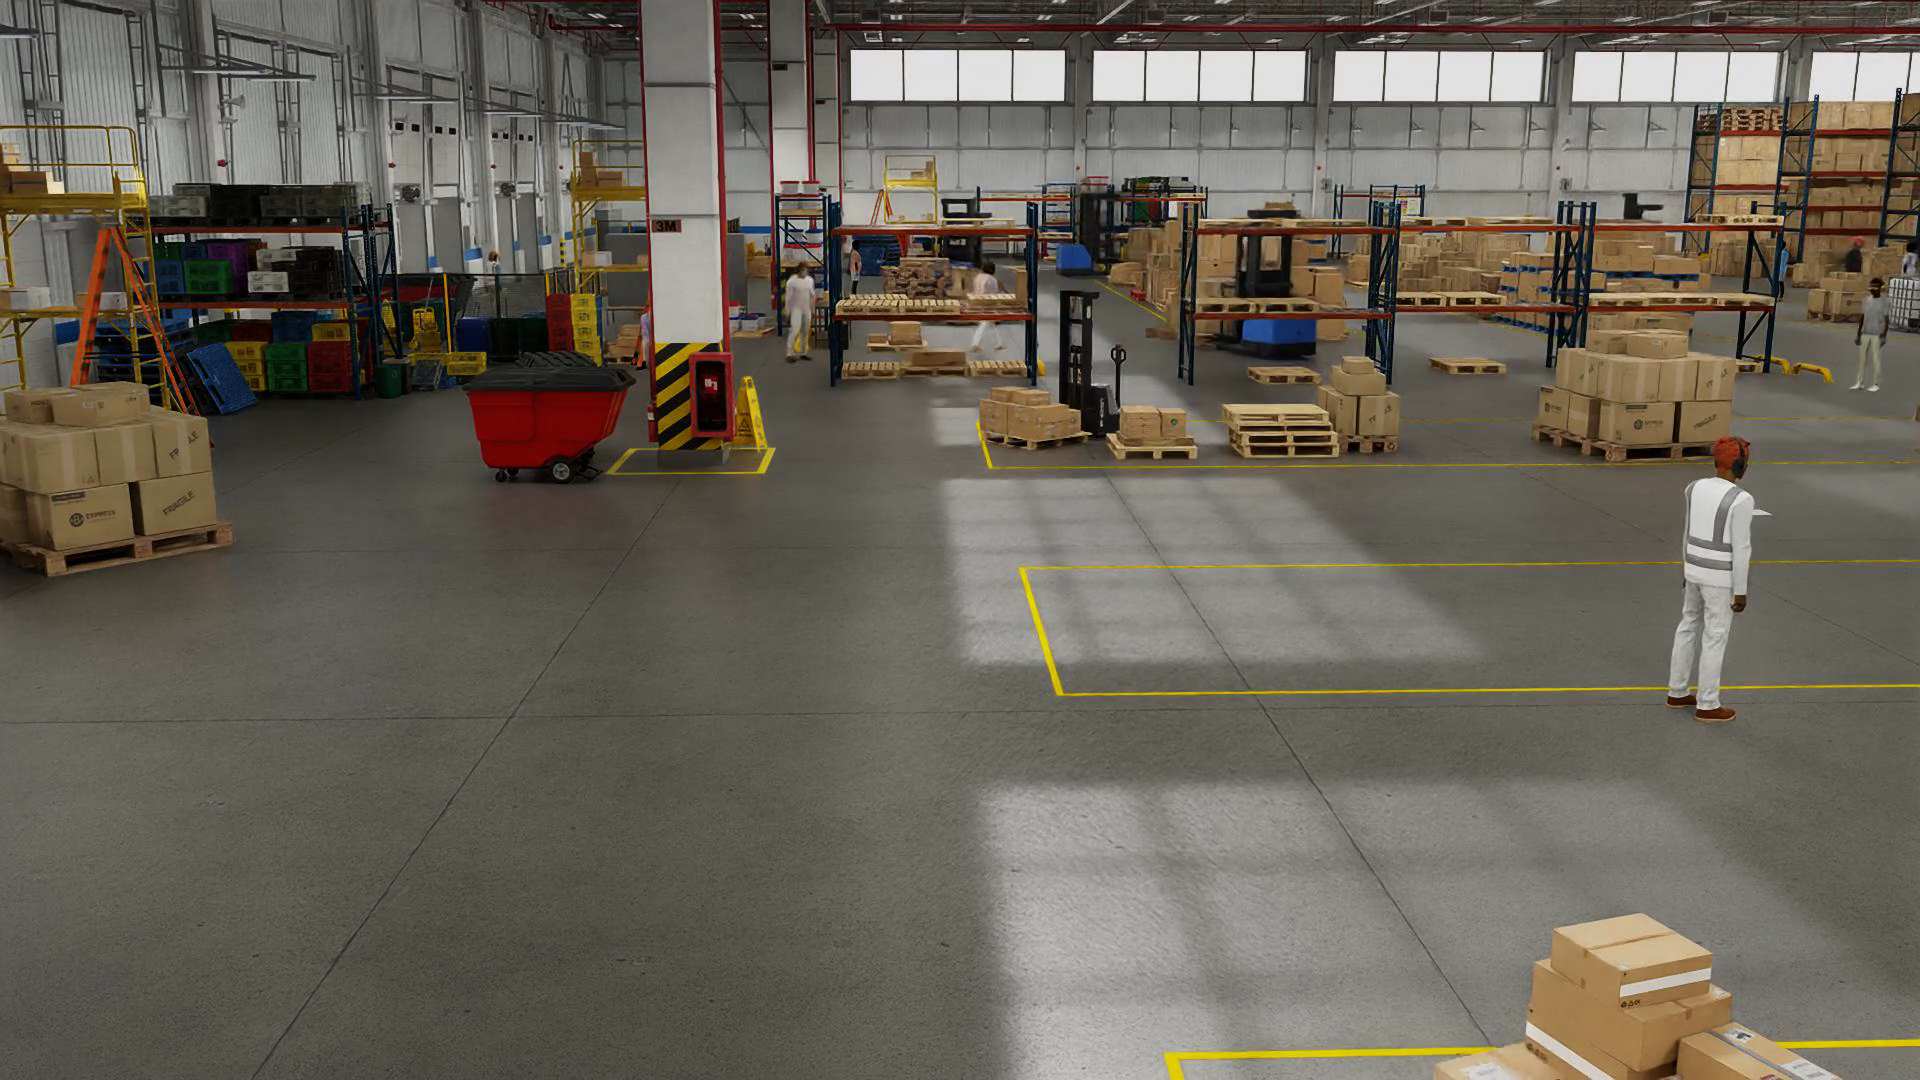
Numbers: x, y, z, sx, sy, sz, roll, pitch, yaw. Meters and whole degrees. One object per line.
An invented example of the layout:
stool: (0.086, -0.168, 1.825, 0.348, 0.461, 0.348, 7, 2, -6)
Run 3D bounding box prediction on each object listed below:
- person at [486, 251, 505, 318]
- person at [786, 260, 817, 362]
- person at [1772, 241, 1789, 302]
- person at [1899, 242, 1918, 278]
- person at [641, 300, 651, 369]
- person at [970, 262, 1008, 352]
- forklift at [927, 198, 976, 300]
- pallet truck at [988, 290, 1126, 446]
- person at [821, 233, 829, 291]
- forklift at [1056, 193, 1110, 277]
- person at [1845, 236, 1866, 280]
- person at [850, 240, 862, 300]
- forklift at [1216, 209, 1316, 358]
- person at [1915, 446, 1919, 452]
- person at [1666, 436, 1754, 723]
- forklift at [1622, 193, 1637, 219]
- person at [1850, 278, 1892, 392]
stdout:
person: (-11.452, -6.266, 40.868, 0.523, 1.632, 0.313, 11, 17, 41)
person: (-2.991, -4.326, 31.457, 0.440, 1.915, 0.657, 12, 17, 44)
person: (22.591, -7.408, 45.860, 0.541, 1.696, 0.315, -8, 15, -32)
person: (25.950, -7.288, 45.401, 0.536, 1.663, 0.816, -7, 14, -28)
person: (-4.317, -2.668, 23.952, 0.585, 1.922, 0.378, -9, 15, -35)
person: (0.567, -4.648, 33.195, 0.977, 1.793, 0.646, -8, 15, -32)
forklift: (-0.050, -8.049, 46.063, 1.129, 2.768, 1.873, 6, 14, 27)
pallet truck: (1.257, -2.299, 22.111, 1.885, 1.965, 0.823, -9, 15, -35)
person: (-3.584, -7.661, 46.584, 0.601, 1.887, 0.915, 6, 14, 25)
forklift: (4.282, -10.412, 56.729, 1.873, 2.768, 1.129, -2, 13, -8)
person: (22.553, -6.717, 42.128, 0.621, 1.970, 0.806, -8, 15, -33)
person: (-2.875, -7.448, 46.045, 0.316, 1.695, 0.542, -2, 13, -8)
forklift: (6.035, -5.036, 32.457, 1.129, 2.768, 1.873, -6, 14, -25)
person: (12.551, -2.117, 21.192, 0.687, 2.000, 0.535, -1, 13, -5)
person: (4.926, 0.252, 10.881, 0.354, 1.876, 0.574, -3, 13, -15)
forklift: (23.154, -10.626, 57.698, 1.873, 2.768, 1.129, 6, 14, 27)
person: (14.917, -3.354, 27.207, 0.322, 1.859, 0.511, -7, 14, -29)
